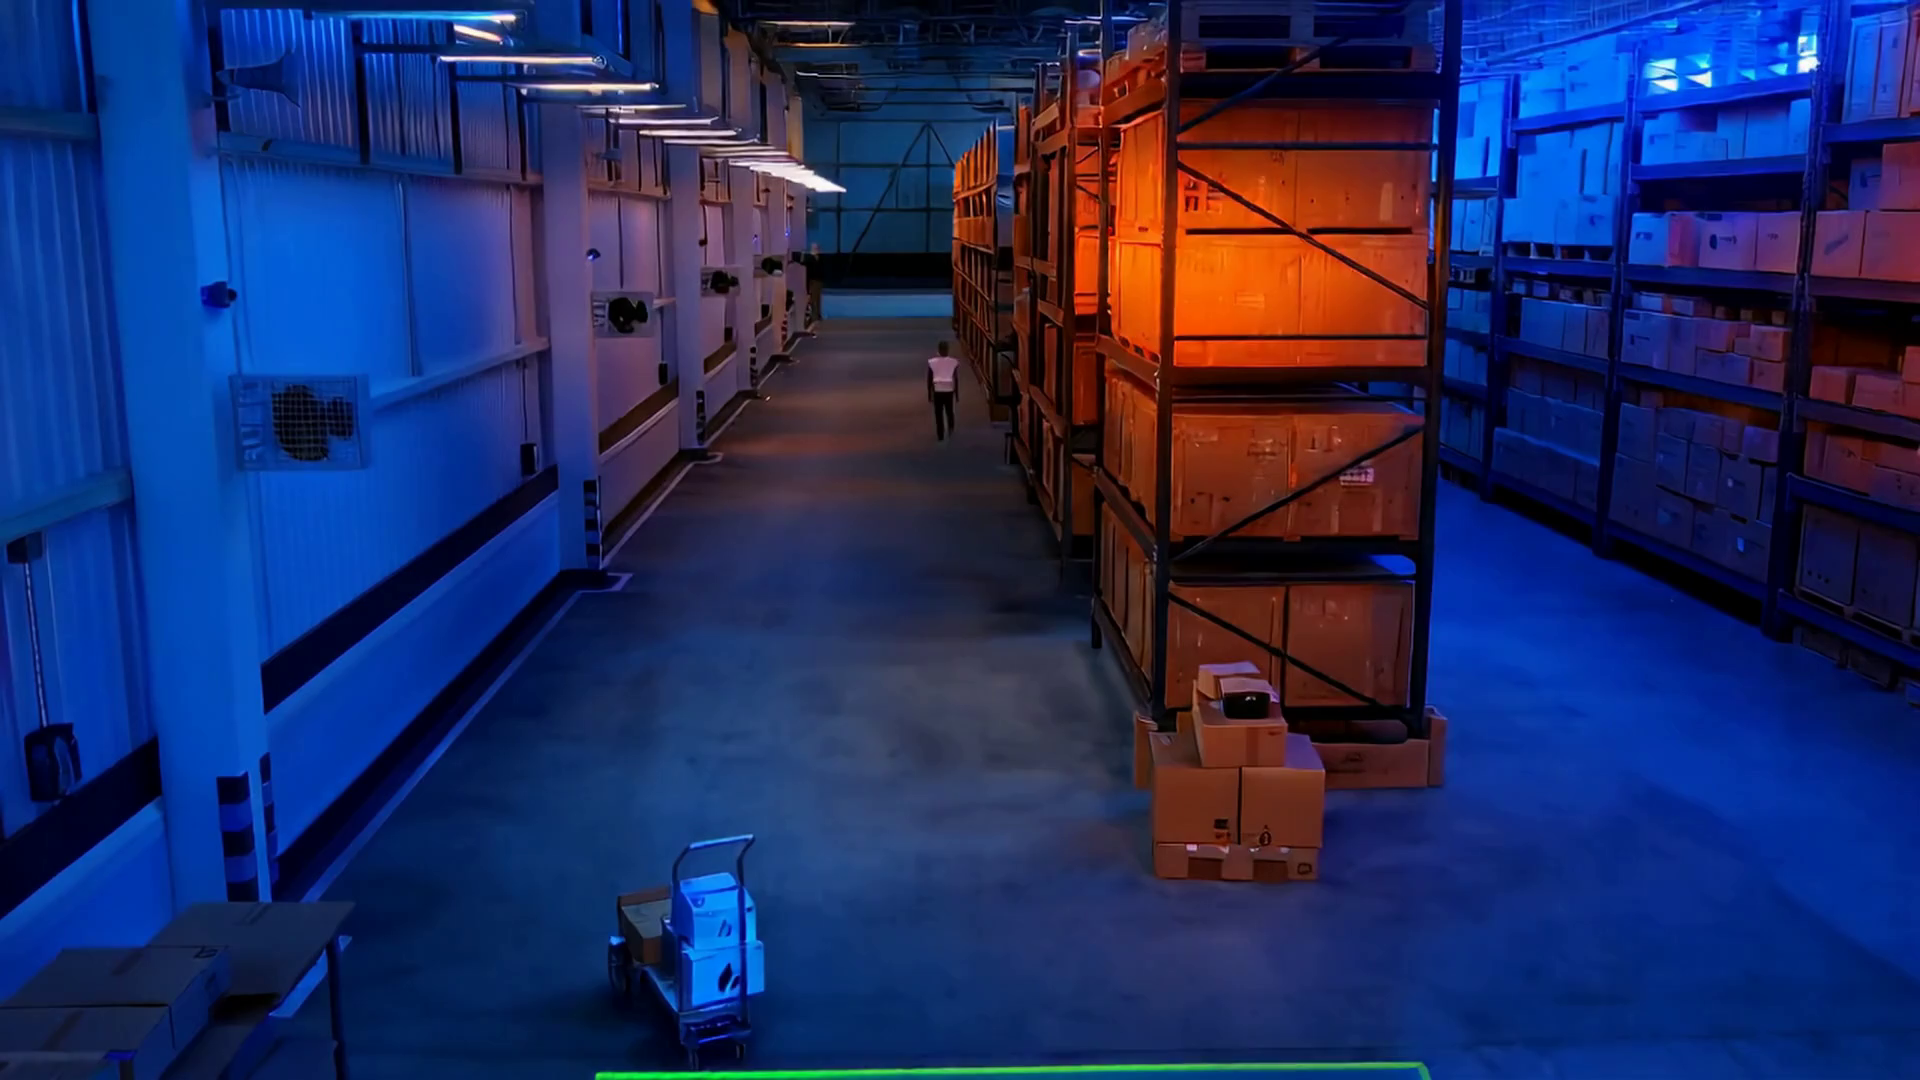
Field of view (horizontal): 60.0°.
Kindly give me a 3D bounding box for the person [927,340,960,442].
[{"bbox_3d":[-0.297,-2.719,30.555,0.602,1.904,0.543,-3,11,-13],"label":"person"}]
